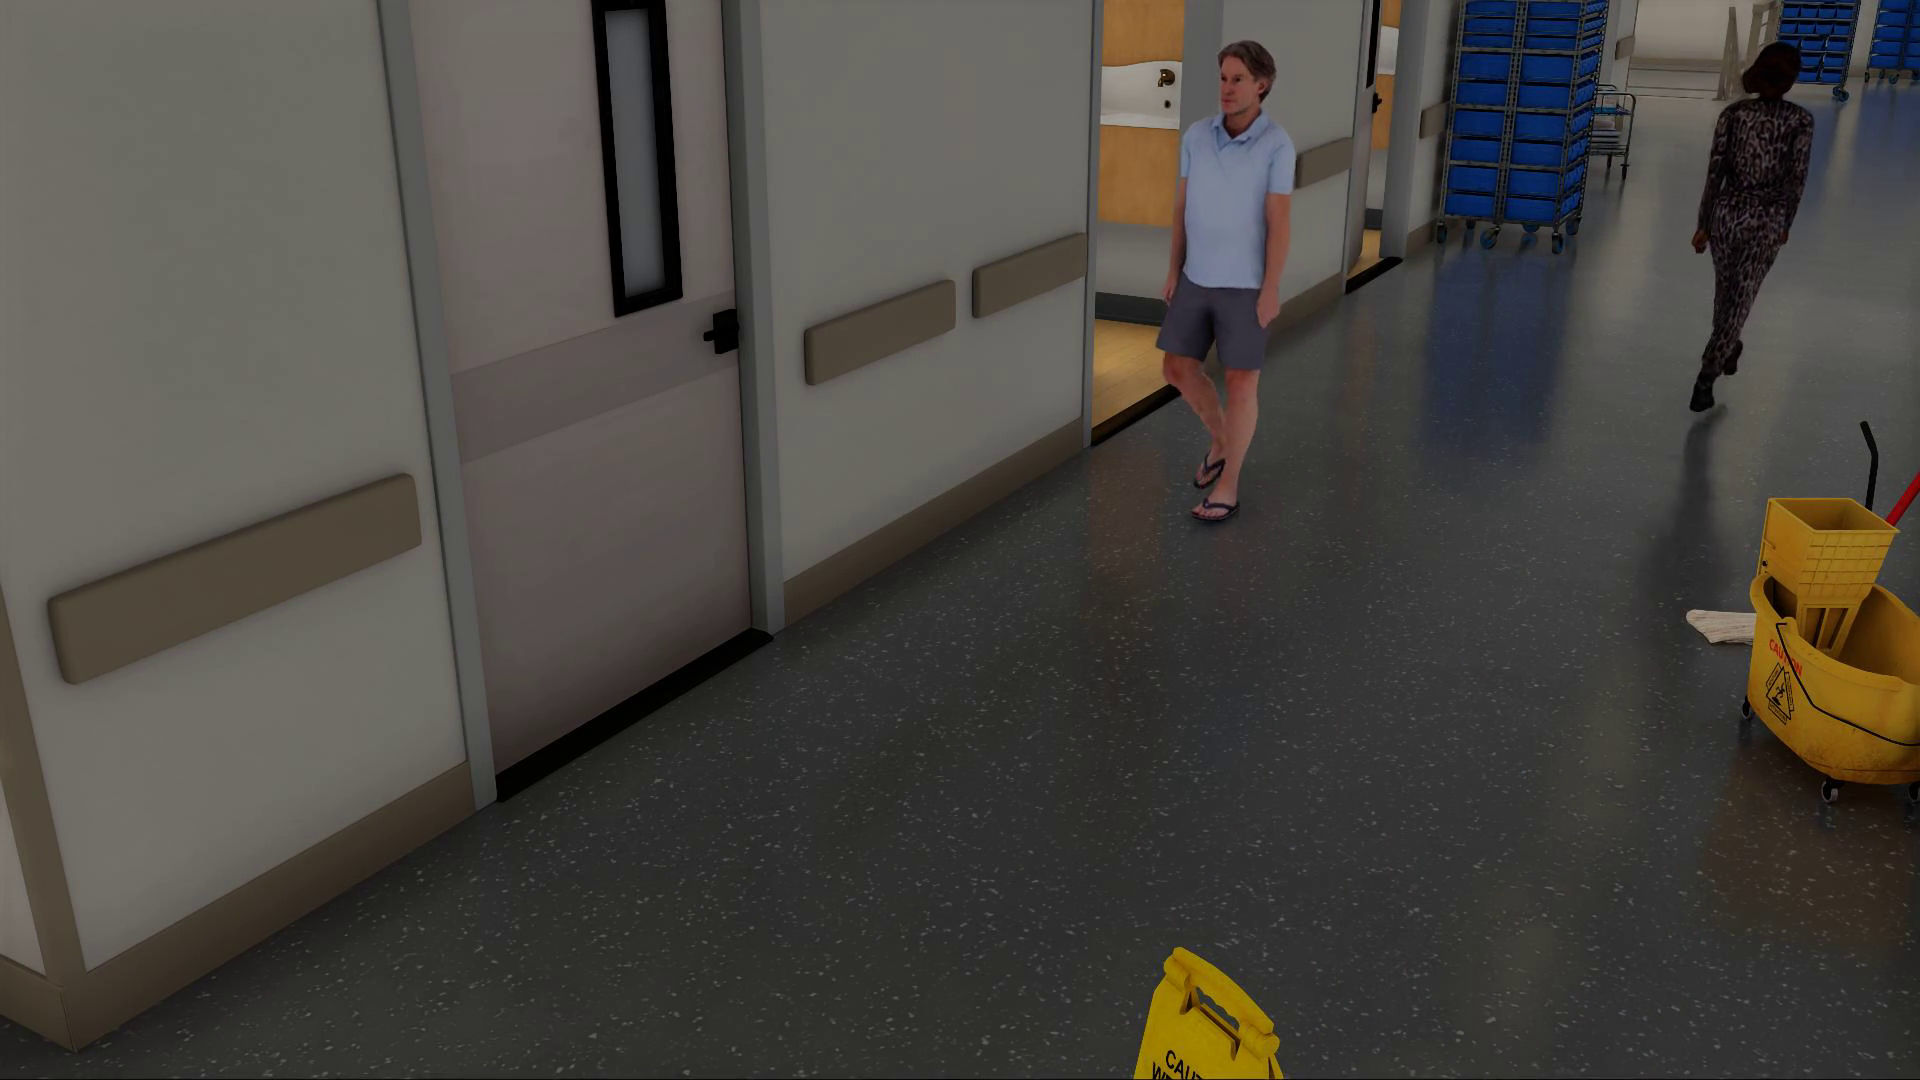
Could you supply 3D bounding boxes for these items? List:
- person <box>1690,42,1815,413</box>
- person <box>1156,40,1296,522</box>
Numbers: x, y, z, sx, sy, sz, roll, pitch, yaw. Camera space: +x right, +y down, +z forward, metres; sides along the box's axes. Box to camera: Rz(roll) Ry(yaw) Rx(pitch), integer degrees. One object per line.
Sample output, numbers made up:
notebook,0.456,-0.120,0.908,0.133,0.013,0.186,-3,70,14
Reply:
person,3.650,-1.405,7.765,0.712,1.666,1.193,15,26,35
person,1.089,-1.007,6.489,0.711,1.825,0.754,16,26,36
